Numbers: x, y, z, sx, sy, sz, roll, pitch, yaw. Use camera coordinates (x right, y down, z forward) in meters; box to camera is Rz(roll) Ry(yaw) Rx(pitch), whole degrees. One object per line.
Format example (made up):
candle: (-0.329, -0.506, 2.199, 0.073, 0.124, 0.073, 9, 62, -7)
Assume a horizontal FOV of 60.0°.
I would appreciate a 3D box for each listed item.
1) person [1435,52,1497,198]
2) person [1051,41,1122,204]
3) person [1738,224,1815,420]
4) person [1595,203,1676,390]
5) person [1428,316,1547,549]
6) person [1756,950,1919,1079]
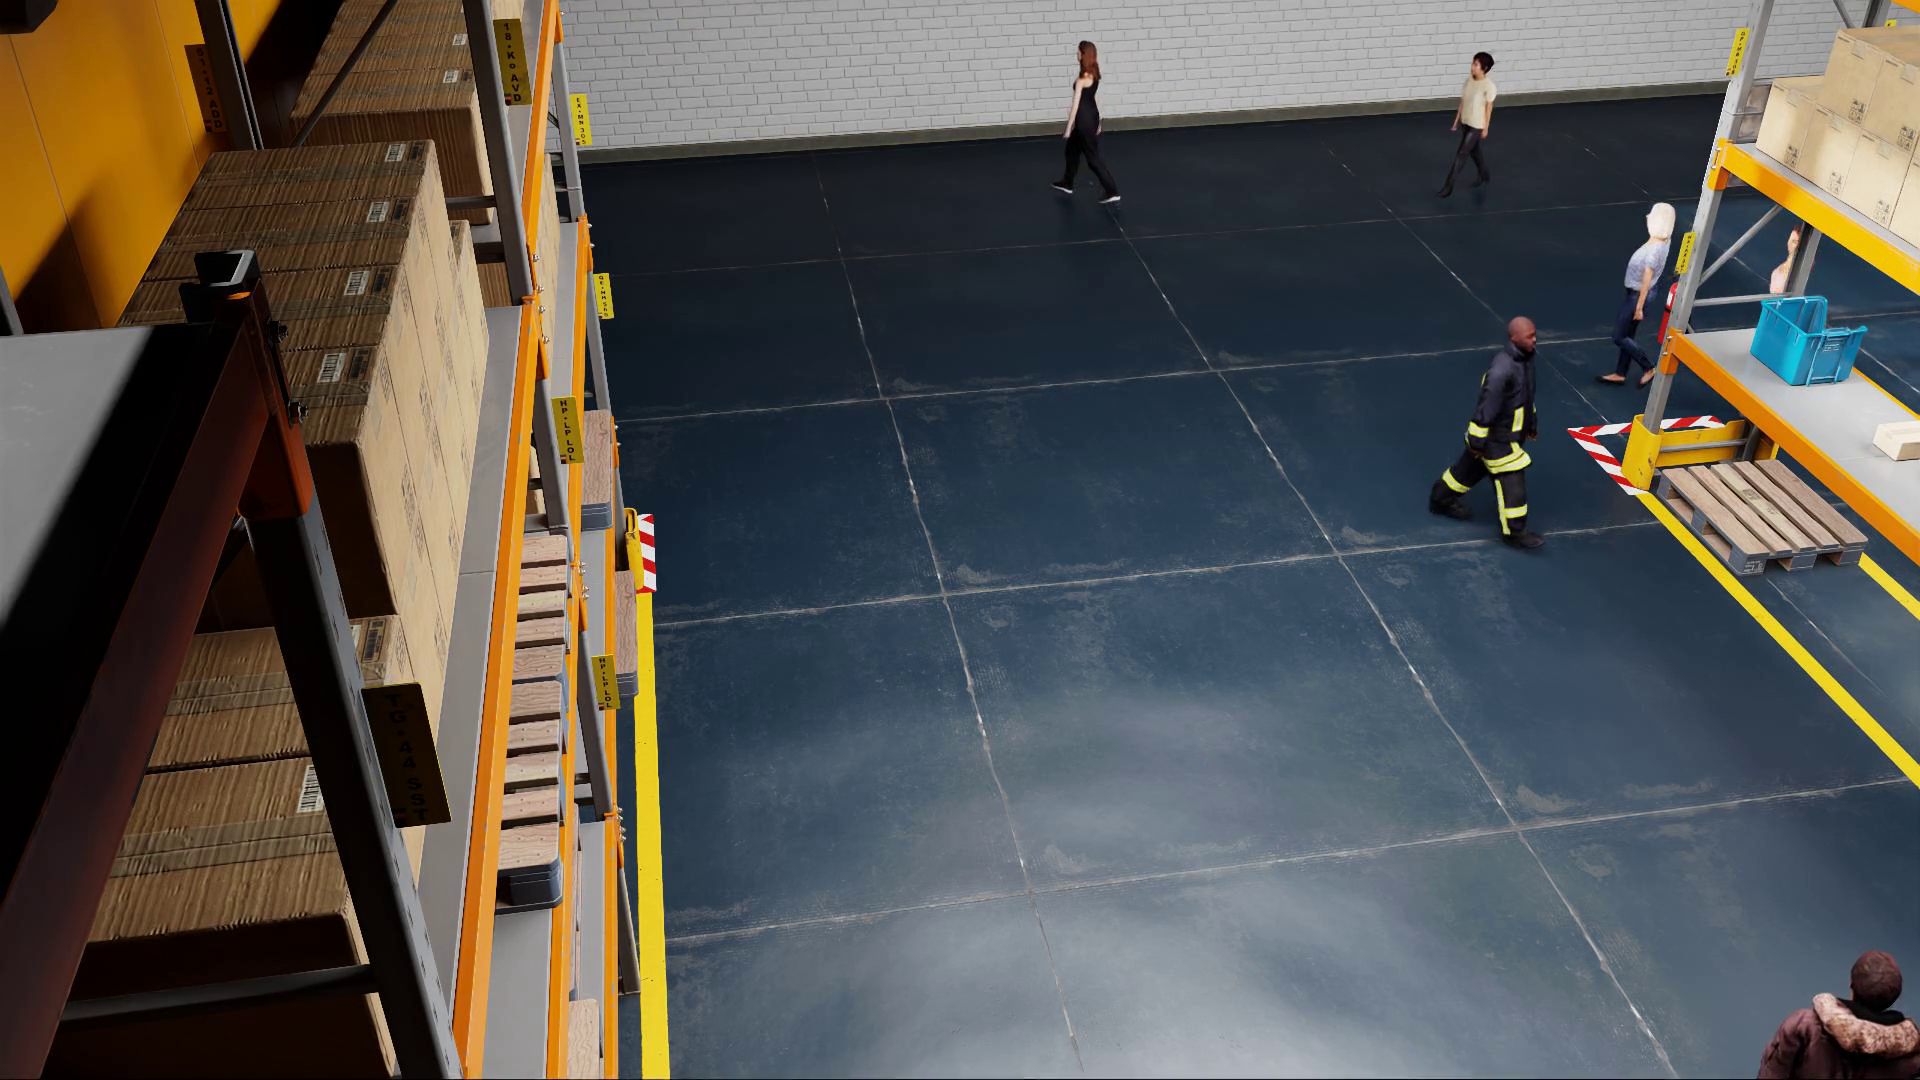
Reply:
person: (5.616, -4.490, 18.012, 0.796, 1.547, 0.998, -12, 36, -18)
person: (1.432, -4.411, 17.748, 1.071, 1.708, 1.101, 16, 37, 22)
person: (6.825, -1.739, 13.636, 0.804, 1.810, 0.728, 11, 35, 16)
person: (5.878, -2.044, 14.184, 0.880, 1.711, 0.826, 19, 38, 27)
person: (3.924, -0.861, 12.337, 1.288, 1.784, 1.233, 21, 39, 28)
person: (3.718, 2.570, 7.169, 1.095, 1.791, 1.297, 9, 35, 14)
